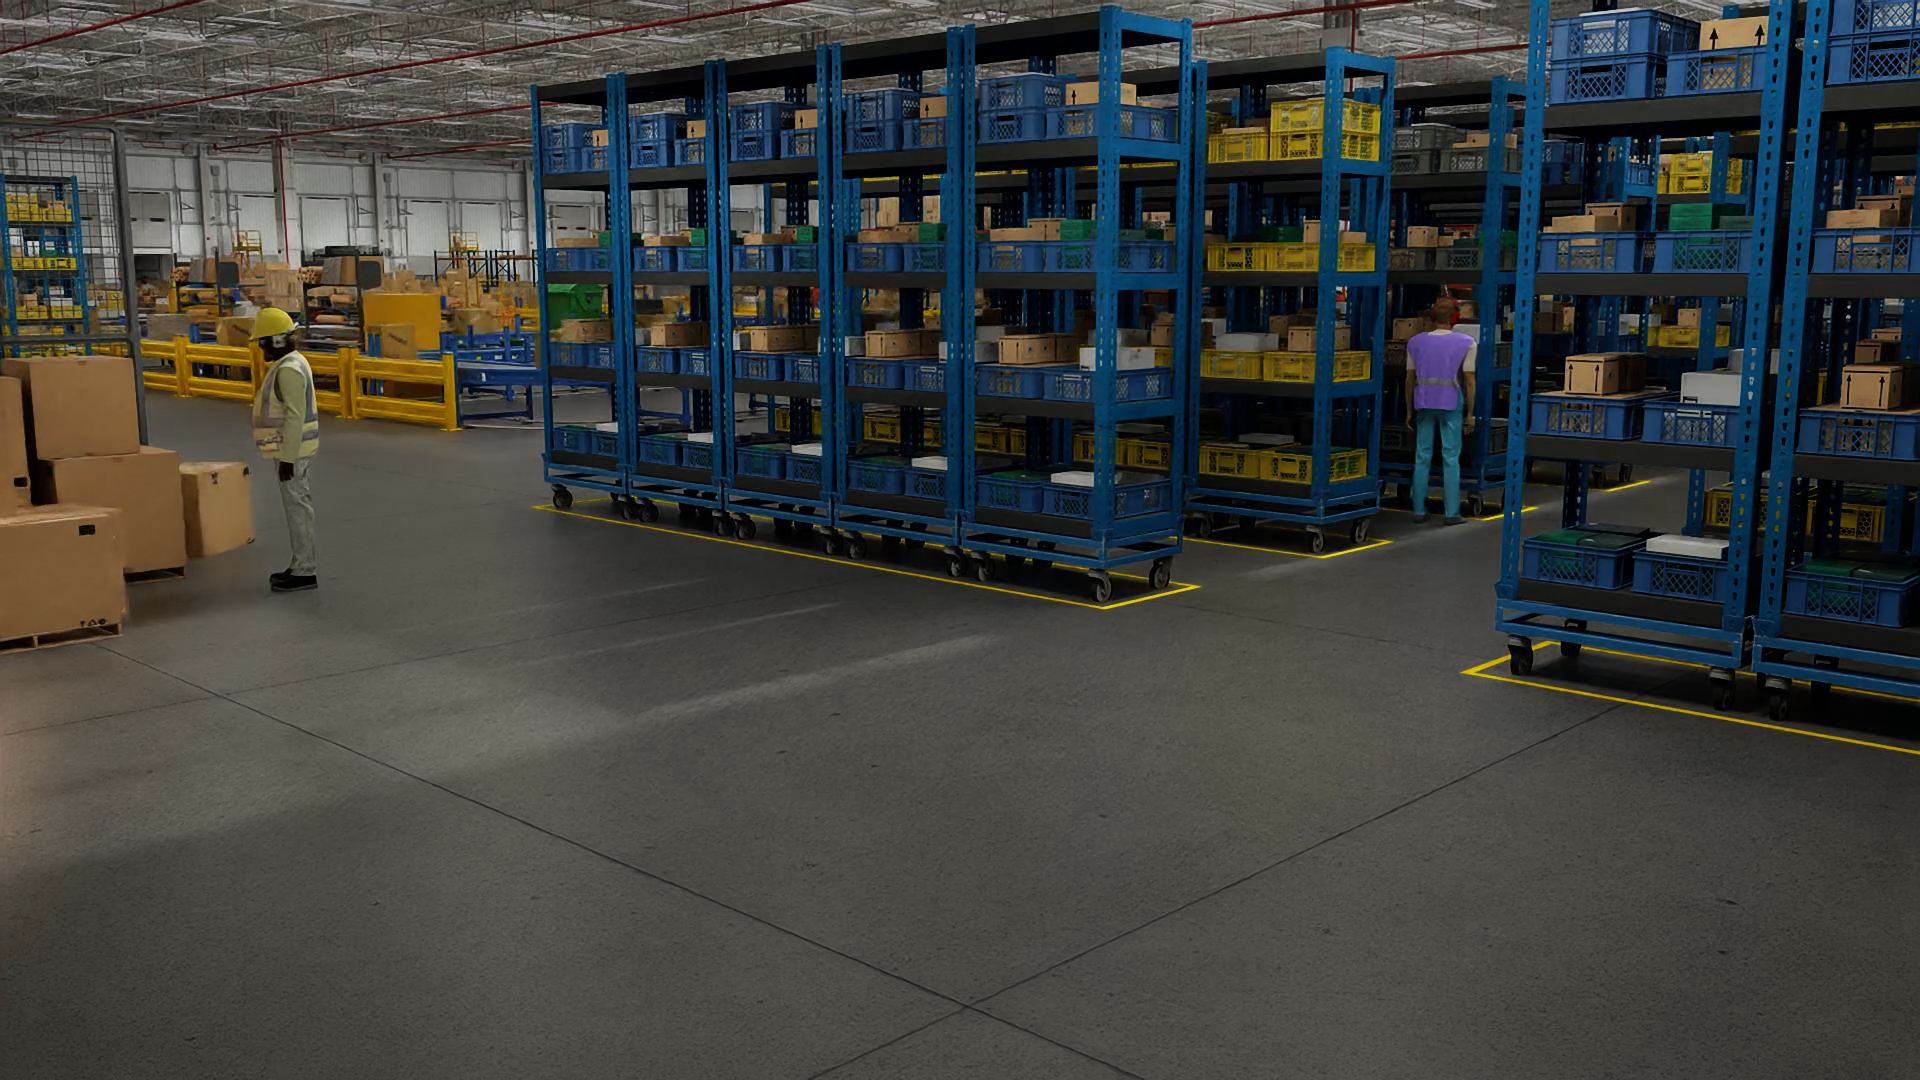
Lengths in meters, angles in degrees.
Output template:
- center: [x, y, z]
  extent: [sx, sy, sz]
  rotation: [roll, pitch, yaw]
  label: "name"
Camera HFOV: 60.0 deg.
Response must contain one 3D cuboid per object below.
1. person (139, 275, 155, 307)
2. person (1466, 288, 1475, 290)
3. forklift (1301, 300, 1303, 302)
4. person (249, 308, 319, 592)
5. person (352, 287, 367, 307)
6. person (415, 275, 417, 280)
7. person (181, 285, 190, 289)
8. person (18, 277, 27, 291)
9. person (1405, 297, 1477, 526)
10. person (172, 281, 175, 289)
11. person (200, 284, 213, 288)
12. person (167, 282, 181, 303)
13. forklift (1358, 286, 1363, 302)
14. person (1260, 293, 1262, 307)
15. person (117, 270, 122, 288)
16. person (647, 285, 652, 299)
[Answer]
- center: [-28.424, -8.328, 58.166]
  extent: [0.670, 1.845, 0.459]
  rotation: [2, 9, 10]
  label: "person"
- center: [20.898, -9.795, 67.846]
  extent: [0.551, 1.607, 0.724]
  rotation: [6, 11, 31]
  label: "person"
- center: [11.326, -7.625, 50.693]
  extent: [1.873, 2.768, 1.129]
  rotation: [9, 13, 43]
  label: "forklift"
- center: [-4.345, -0.579, 10.734]
  extent: [0.403, 1.822, 0.589]
  rotation: [-4, 10, -21]
  label: "person"
- center: [-18.950, -7.411, 52.666]
  extent: [0.541, 1.810, 0.990]
  rotation: [-1, 9, -3]
  label: "person"
- center: [-27.666, -12.548, 84.313]
  extent: [0.518, 1.754, 0.531]
  rotation: [7, 12, 36]
  label: "person"
- center: [-32.374, -10.097, 69.260]
  extent: [0.637, 1.798, 0.997]
  rotation: [-3, 10, -17]
  label: "person"
- center: [-42.168, -11.081, 74.858]
  extent: [0.943, 1.918, 0.633]
  rotation: [0, 9, -1]
  label: "person"
- center: [3.871, -1.036, 13.460]
  extent: [0.564, 1.846, 0.390]
  rotation: [6, 11, 32]
  label: "person"
- center: [-34.537, -10.805, 73.296]
  extent: [1.013, 1.887, 0.637]
  rotation: [-7, 12, -38]
  label: "person"
- center: [-31.688, -10.291, 69.973]
  extent: [0.620, 1.925, 1.082]
  rotation: [1, 9, 6]
  label: "person"
- center: [-20.134, -5.788, 42.846]
  extent: [0.323, 1.765, 0.533]
  rotation: [4, 10, 25]
  label: "person"
- center: [11.100, -7.017, 46.970]
  extent: [1.873, 2.768, 1.129]
  rotation: [9, 13, 43]
  label: "forklift"
- center: [10.341, -8.259, 58.404]
  extent: [0.519, 1.617, 0.992]
  rotation: [-1, 9, -9]
  label: "person"
- center: [-26.226, -7.457, 52.226]
  extent: [0.613, 2.041, 0.393]
  rotation: [3, 10, 20]
  label: "person"
- center: [-12.305, -9.825, 67.108]
  extent: [0.555, 1.918, 0.407]
  rotation: [5, 11, 29]
  label: "person"
